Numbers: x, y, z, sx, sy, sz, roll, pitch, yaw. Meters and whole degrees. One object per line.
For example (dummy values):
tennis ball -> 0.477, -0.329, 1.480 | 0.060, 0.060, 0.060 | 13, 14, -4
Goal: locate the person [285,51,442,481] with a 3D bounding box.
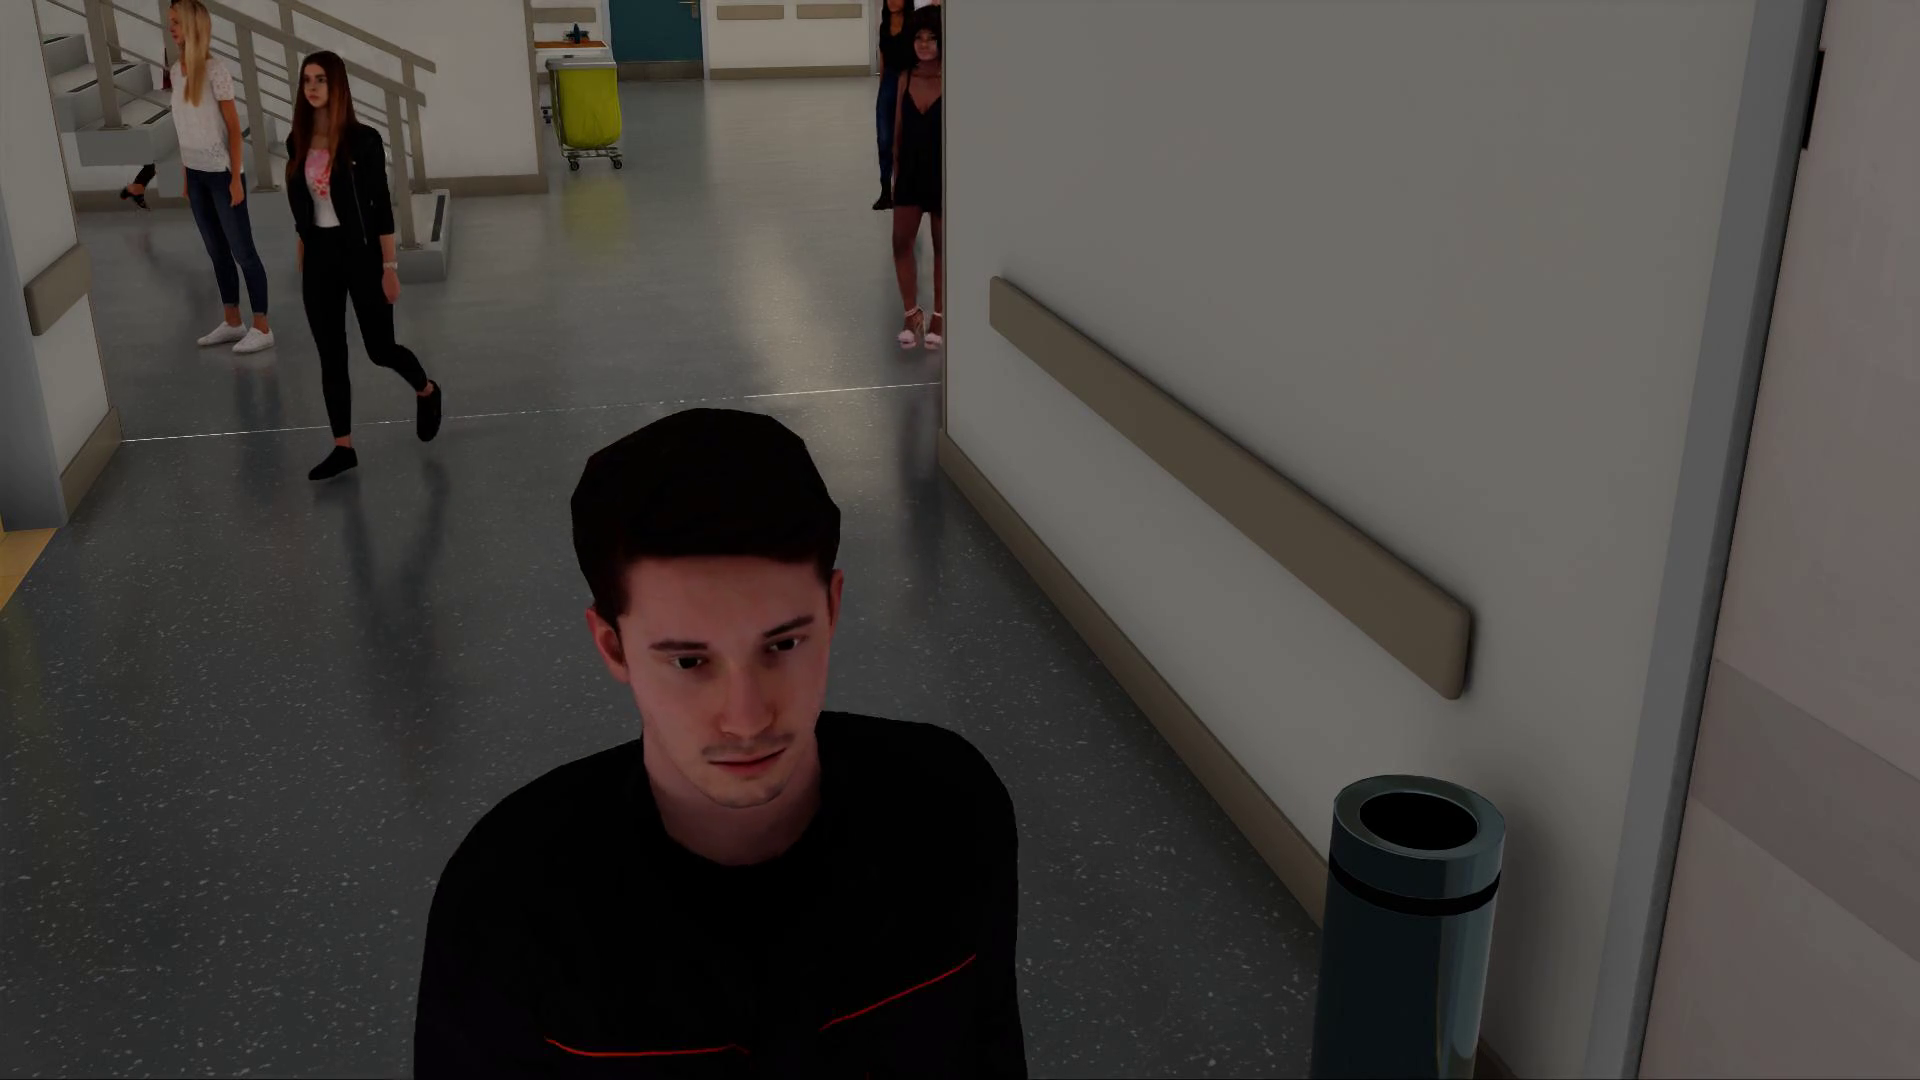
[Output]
person -> -2.493, -1.144, 6.917 | 1.032, 1.693, 0.984 | 6, 21, 14

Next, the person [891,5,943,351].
person -> -0.137, -1.880, 8.744 | 0.709, 1.776, 0.780 | 4, 21, 11

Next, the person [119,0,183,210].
person -> -5.973, -3.264, 12.572 | 1.176, 1.652, 0.798 | -12, 24, -29

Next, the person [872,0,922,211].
person -> -0.410, -3.440, 12.949 | 0.907, 1.715, 0.909 | 7, 22, 17

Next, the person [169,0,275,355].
person -> -3.903, -1.897, 8.744 | 0.665, 1.808, 0.711 | 13, 24, 31

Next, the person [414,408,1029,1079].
person -> -0.212, 0.772, 1.618 | 1.190, 1.864, 0.762 | -6, 22, -16
